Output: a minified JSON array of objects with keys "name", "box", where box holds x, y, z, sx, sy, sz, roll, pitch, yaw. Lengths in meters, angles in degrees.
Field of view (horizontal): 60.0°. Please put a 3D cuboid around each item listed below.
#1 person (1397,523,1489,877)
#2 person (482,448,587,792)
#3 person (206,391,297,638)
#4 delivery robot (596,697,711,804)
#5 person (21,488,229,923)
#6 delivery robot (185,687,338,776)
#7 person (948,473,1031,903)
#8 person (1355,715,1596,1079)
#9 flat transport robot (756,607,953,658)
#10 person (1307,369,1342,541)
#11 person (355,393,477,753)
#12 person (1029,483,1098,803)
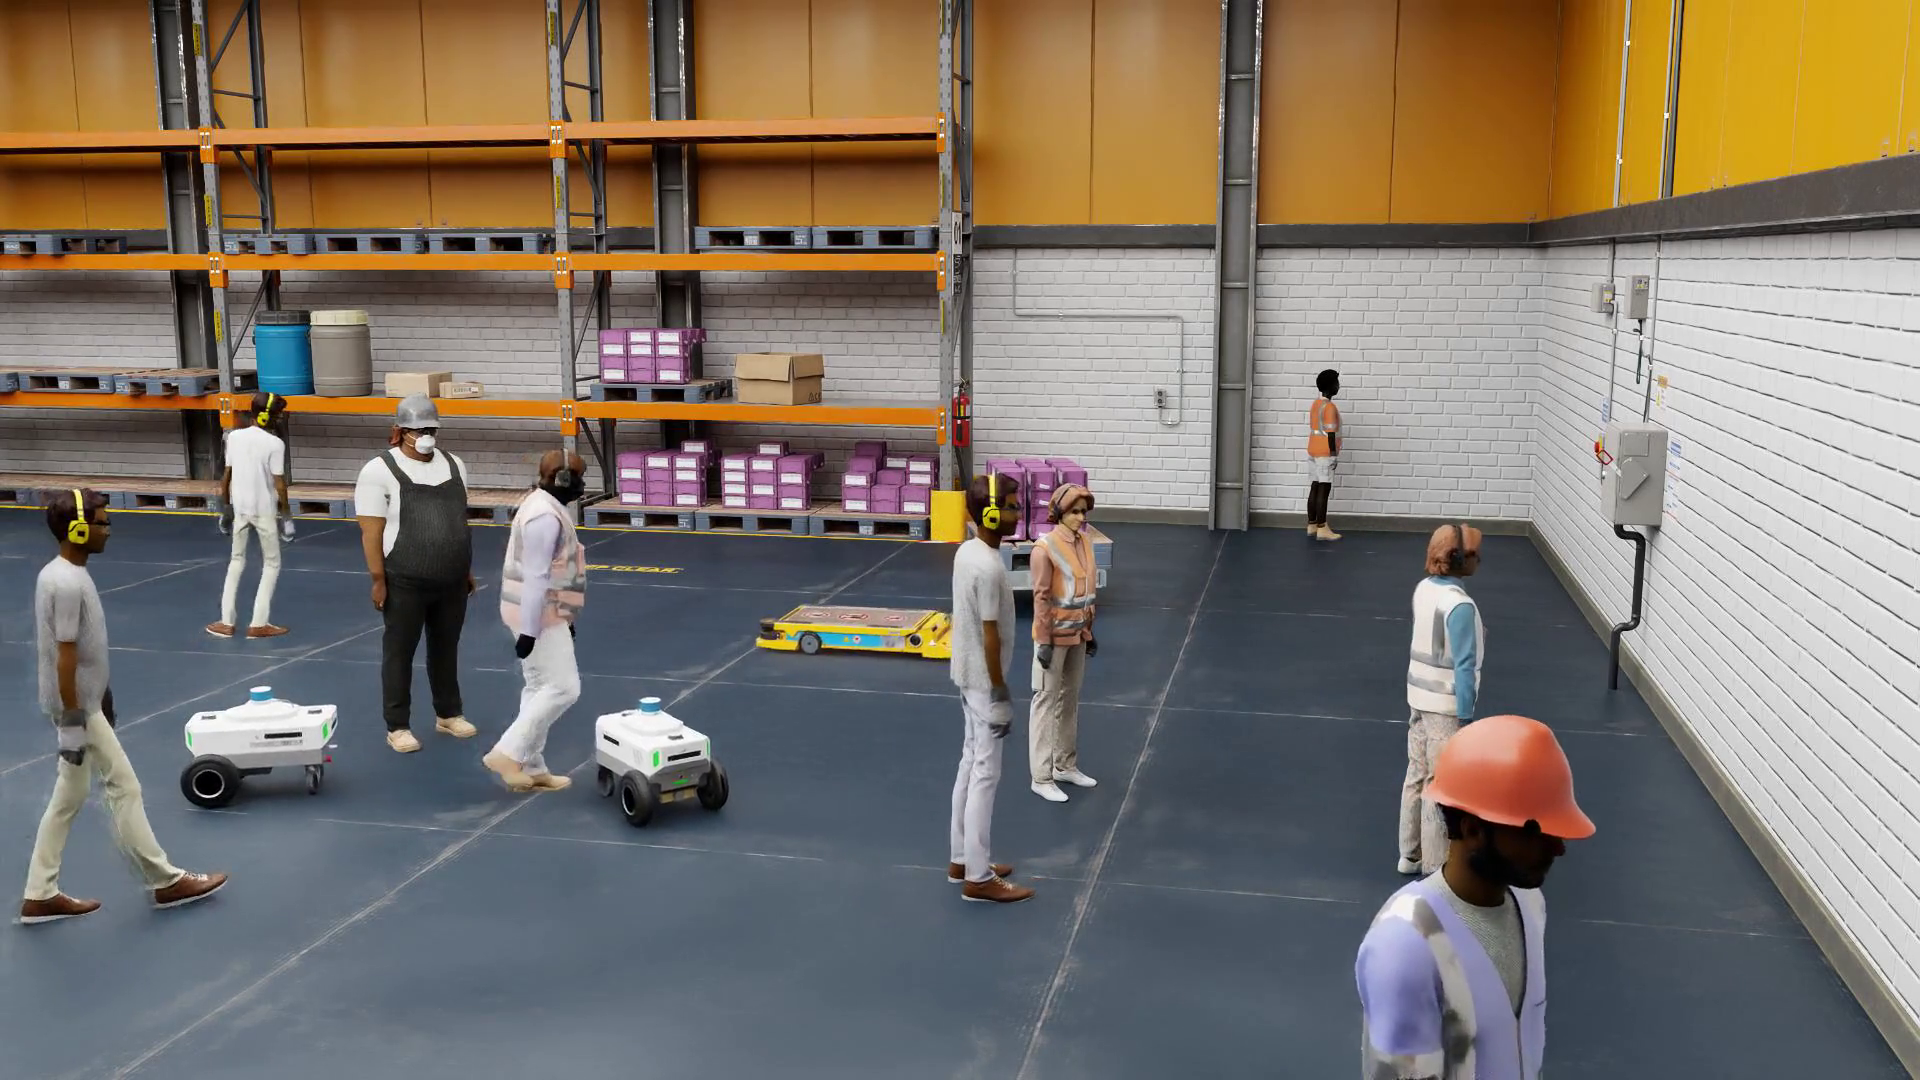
[{"name":"person","box":[2.124,0.740,7.314,0.310,1.638,0.523,-1,10,-7]},{"name":"person","box":[-2.193,0.423,8.712,0.556,1.802,0.654,-4,10,-20]},{"name":"person","box":[-5.258,-0.178,12.248,0.745,1.813,0.345,2,10,12]},{"name":"delivery robot","box":[-1.564,1.043,8.444,0.477,0.478,0.707,-7,12,-36]},{"name":"person","box":[-3.624,0.691,7.028,0.806,1.830,0.554,-6,11,-33]},{"name":"delivery robot","box":[-3.621,1.008,8.653,0.707,0.478,0.477,-2,10,-13]},{"name":"person","box":[0.120,0.636,7.251,0.311,1.868,0.532,-2,10,-12]},{"name":"person","box":[0.978,1.278,3.259,0.577,1.927,0.409,-9,13,-42]},{"name":"flat transport robot","box":[-0.680,0.643,11.928,1.431,0.197,0.652,2,10,12]},{"name":"person","box":[3.631,-0.848,16.546,0.319,1.696,0.532,-1,10,-7]},{"name":"person","box":[-3.034,0.172,9.486,0.535,2.000,0.687,8,12,38]},{"name":"person","box":[0.538,0.518,8.626,0.311,1.639,0.512,7,12,34]}]
